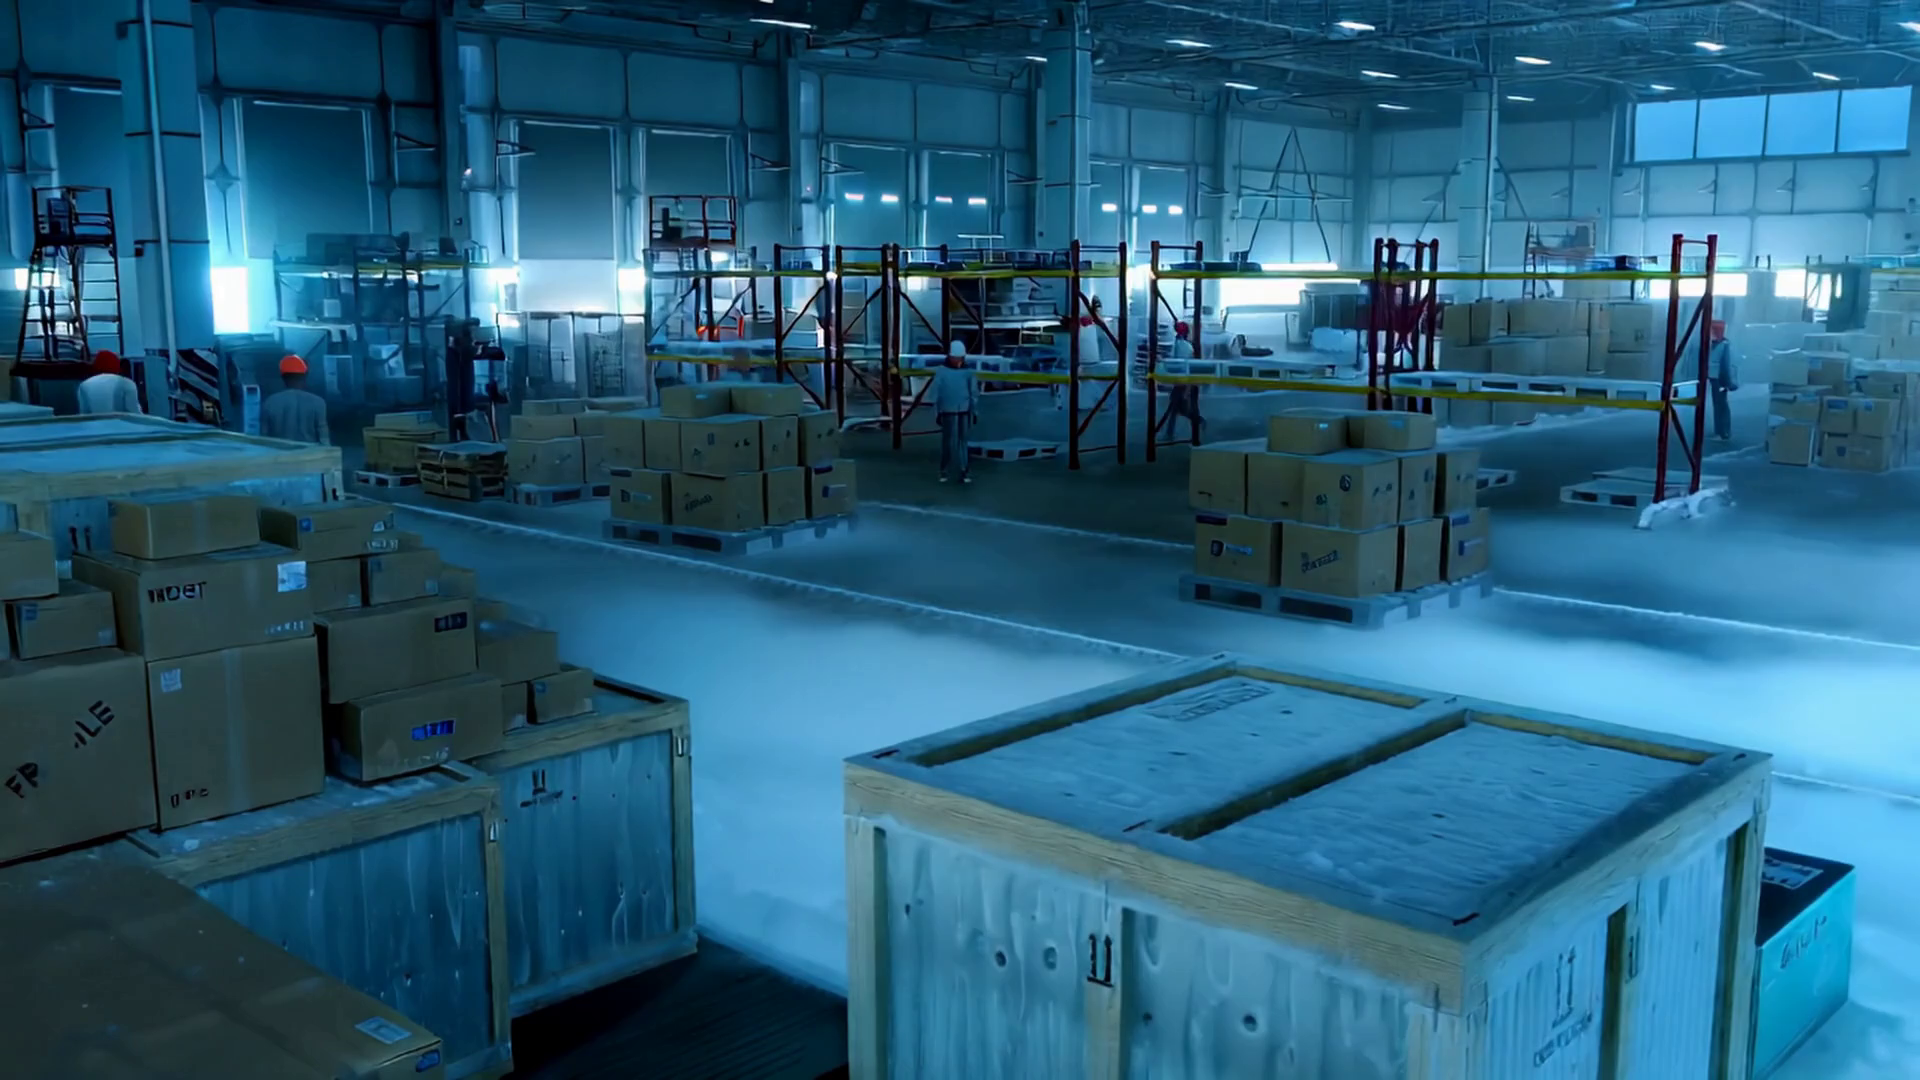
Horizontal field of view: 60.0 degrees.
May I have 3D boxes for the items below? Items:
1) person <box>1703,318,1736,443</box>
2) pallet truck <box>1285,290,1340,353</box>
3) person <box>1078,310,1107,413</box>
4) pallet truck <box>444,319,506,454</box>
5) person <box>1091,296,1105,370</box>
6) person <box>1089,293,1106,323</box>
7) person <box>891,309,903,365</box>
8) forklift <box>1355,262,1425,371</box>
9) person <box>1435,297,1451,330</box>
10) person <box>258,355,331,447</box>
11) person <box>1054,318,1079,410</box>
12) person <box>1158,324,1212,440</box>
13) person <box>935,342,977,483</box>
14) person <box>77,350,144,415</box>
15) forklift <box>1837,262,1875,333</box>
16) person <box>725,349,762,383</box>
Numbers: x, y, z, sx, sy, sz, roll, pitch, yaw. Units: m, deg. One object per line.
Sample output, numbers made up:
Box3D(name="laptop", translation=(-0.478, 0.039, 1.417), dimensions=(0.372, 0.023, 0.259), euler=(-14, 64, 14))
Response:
Box3D(name="person", translation=(11.643, -2.436, 25.471), dimensions=(0.404, 1.911, 0.593), euler=(2, 9, 10))
Box3D(name="pallet truck", translation=(11.297, -6.951, 52.861), dimensions=(1.885, 1.965, 0.823), euler=(-5, 11, -29))
Box3D(name="person", translation=(2.432, -3.295, 30.742), dimensions=(0.577, 1.902, 0.708), euler=(-3, 10, -17))
Box3D(name="pallet truck", translation=(-6.981, -1.942, 22.150), dimensions=(1.885, 1.965, 0.823), euler=(1, 9, 9))
Box3D(name="person", translation=(3.604, -5.425, 43.685), dimensions=(0.352, 1.937, 0.635), euler=(5, 10, 26))
Box3D(name="person", translation=(4.240, -6.635, 51.156), dimensions=(0.543, 1.928, 0.392), euler=(-2, 9, -11))
Box3D(name="person", translation=(-1.646, -5.228, 43.429), dimensions=(0.312, 1.632, 0.519), euler=(1, 9, 4))
Box3D(name="forklift", translation=(10.955, -5.642, 42.140), dimensions=(1.129, 2.768, 1.873), euler=(-2, 9, -9))
Box3D(name="person", translation=(13.672, -5.871, 46.672), dimensions=(0.855, 1.849, 0.574), euler=(-6, 11, -32))
Box3D(name="person", translation=(-5.731, -0.636, 14.395), dimensions=(0.588, 1.918, 0.399), euler=(0, 9, -3))
Box3D(name="person", translation=(2.002, -3.321, 31.407), dimensions=(0.485, 1.737, 0.320), euler=(2, 9, 13))
Box3D(name="person", translation=(3.483, -2.429, 25.696), dimensions=(0.736, 1.819, 0.520), euler=(0, 9, -1))
Box3D(name="person", translation=(-0.046, -1.581, 20.675), dimensions=(0.523, 1.760, 0.327), euler=(-1, 9, -4))
Box3D(name="person", translation=(-8.893, -1.080, 17.426), dimensions=(0.630, 1.818, 0.768), euler=(1, 9, 5))
Box3D(name="forklift", translation=(22.846, -5.696, 42.468), dimensions=(1.129, 2.768, 1.873), euler=(-6, 11, -32))
Box3D(name="person", translation=(-2.770, -1.610, 21.162), dimensions=(0.533, 1.661, 0.871), euler=(-6, 11, -31))
